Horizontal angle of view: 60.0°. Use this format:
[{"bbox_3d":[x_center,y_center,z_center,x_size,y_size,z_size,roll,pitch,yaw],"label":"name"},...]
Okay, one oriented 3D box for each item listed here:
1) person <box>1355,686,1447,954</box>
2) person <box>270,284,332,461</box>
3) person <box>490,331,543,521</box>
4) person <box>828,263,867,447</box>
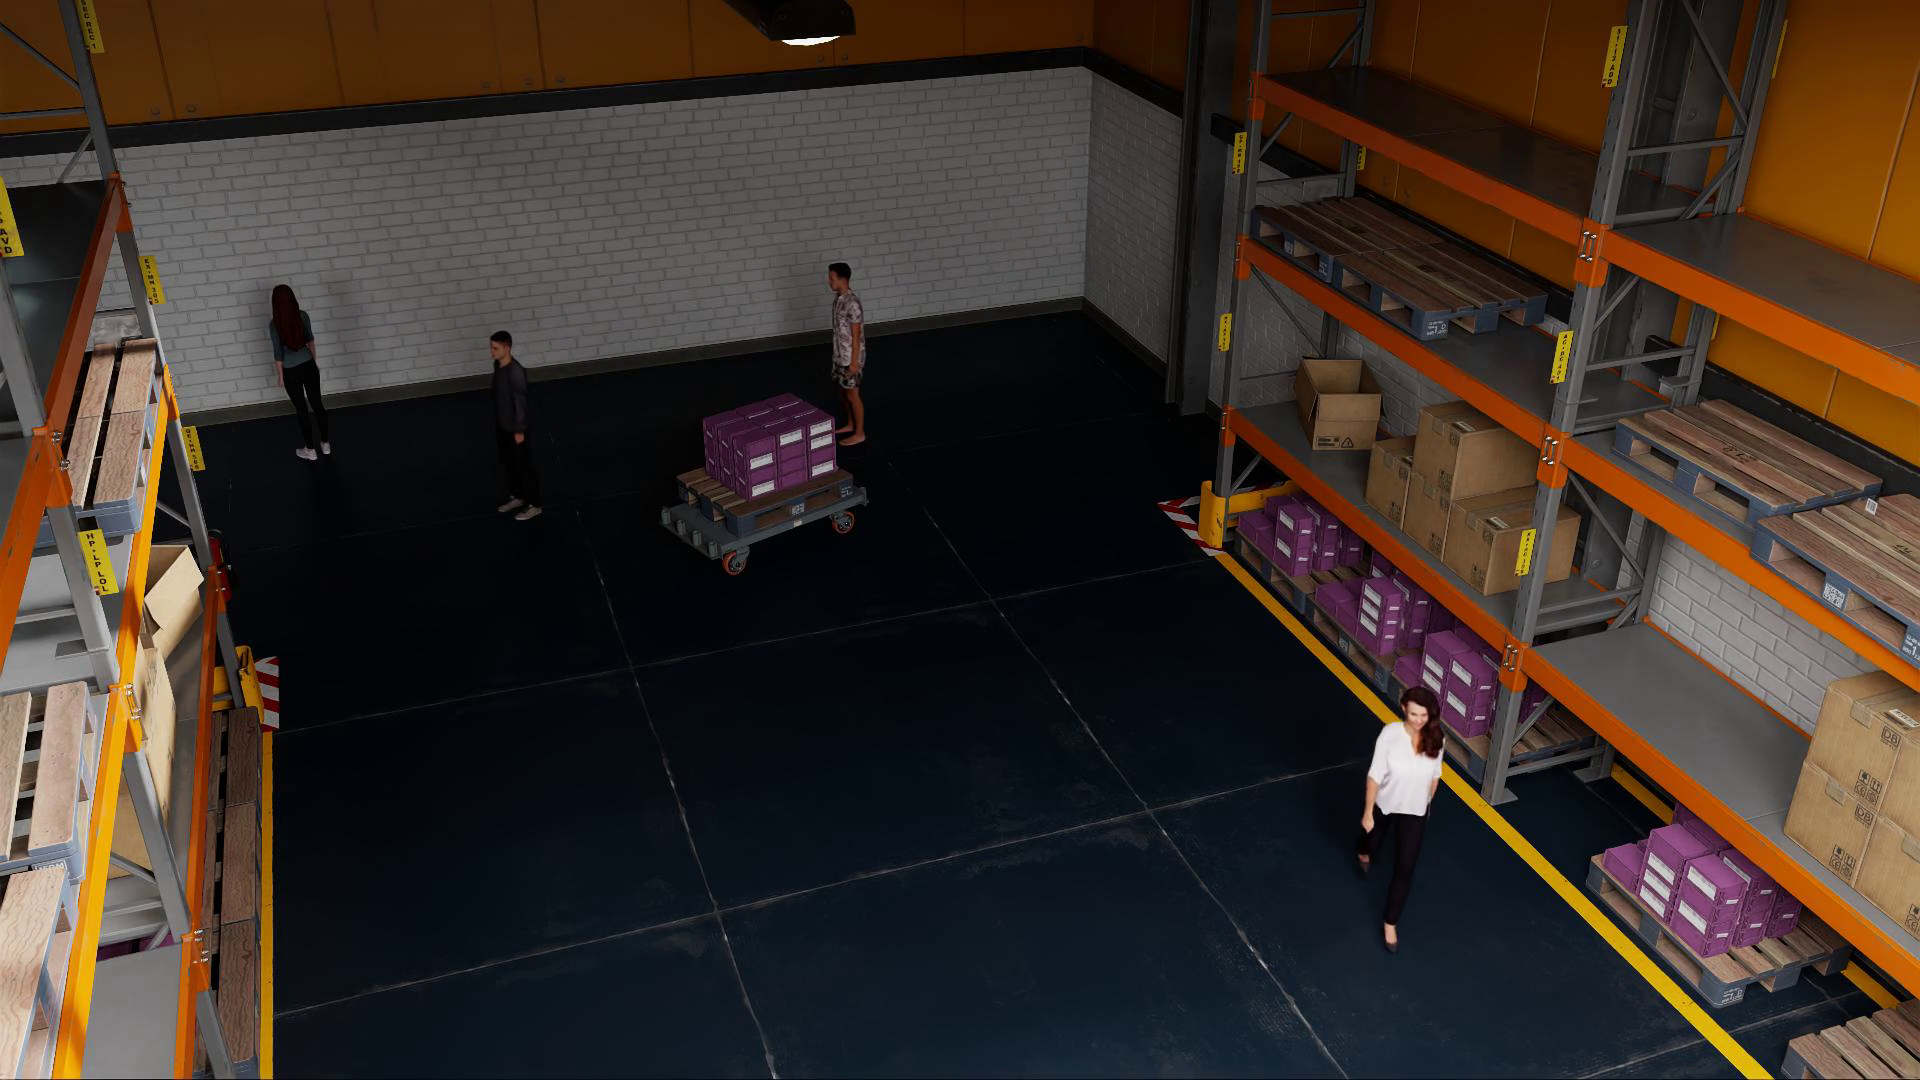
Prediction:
[{"bbox_3d":[2.609,1.573,10.024,0.854,1.766,1.159,0,29,0],"label":"person"},{"bbox_3d":[-6.304,-1.605,15.873,0.691,1.743,0.673,22,36,35],"label":"person"},{"bbox_3d":[-3.961,-1.040,14.825,0.768,1.757,0.638,-23,36,-36],"label":"person"},{"bbox_3d":[-1.075,-1.834,16.224,0.747,1.810,0.533,-12,31,-22],"label":"person"}]
